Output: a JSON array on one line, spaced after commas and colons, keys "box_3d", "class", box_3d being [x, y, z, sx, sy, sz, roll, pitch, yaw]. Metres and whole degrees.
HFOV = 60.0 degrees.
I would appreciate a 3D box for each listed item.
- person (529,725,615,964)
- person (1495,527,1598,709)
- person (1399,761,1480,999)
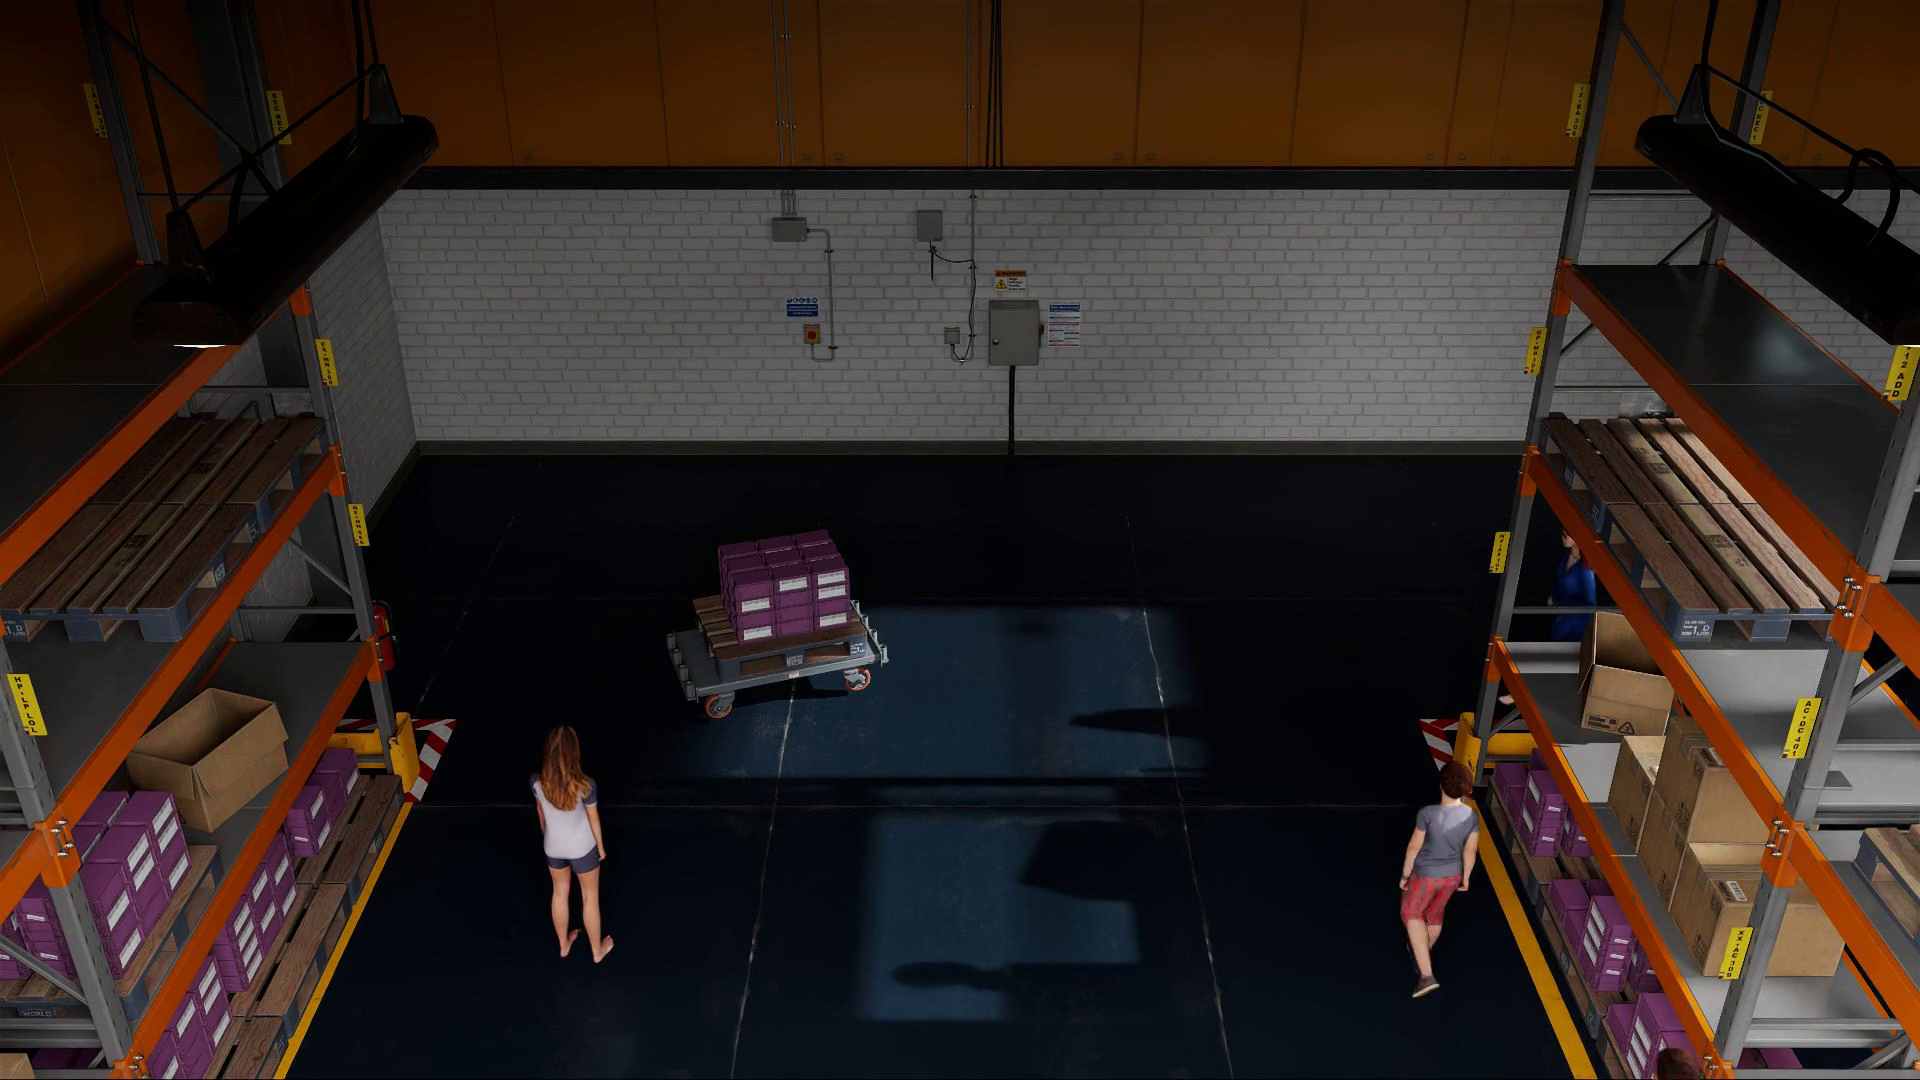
[{"box_3d": [-2.463, 1.932, 10.497, 0.631, 1.728, 0.603, 6, 29, 11], "class": "person"}, {"box_3d": [4.801, 0.669, 12.777, 0.835, 1.762, 1.089, 5, 29, 8], "class": "person"}, {"box_3d": [2.940, 2.125, 10.242, 0.600, 1.633, 0.896, -1, 29, -1], "class": "person"}]
